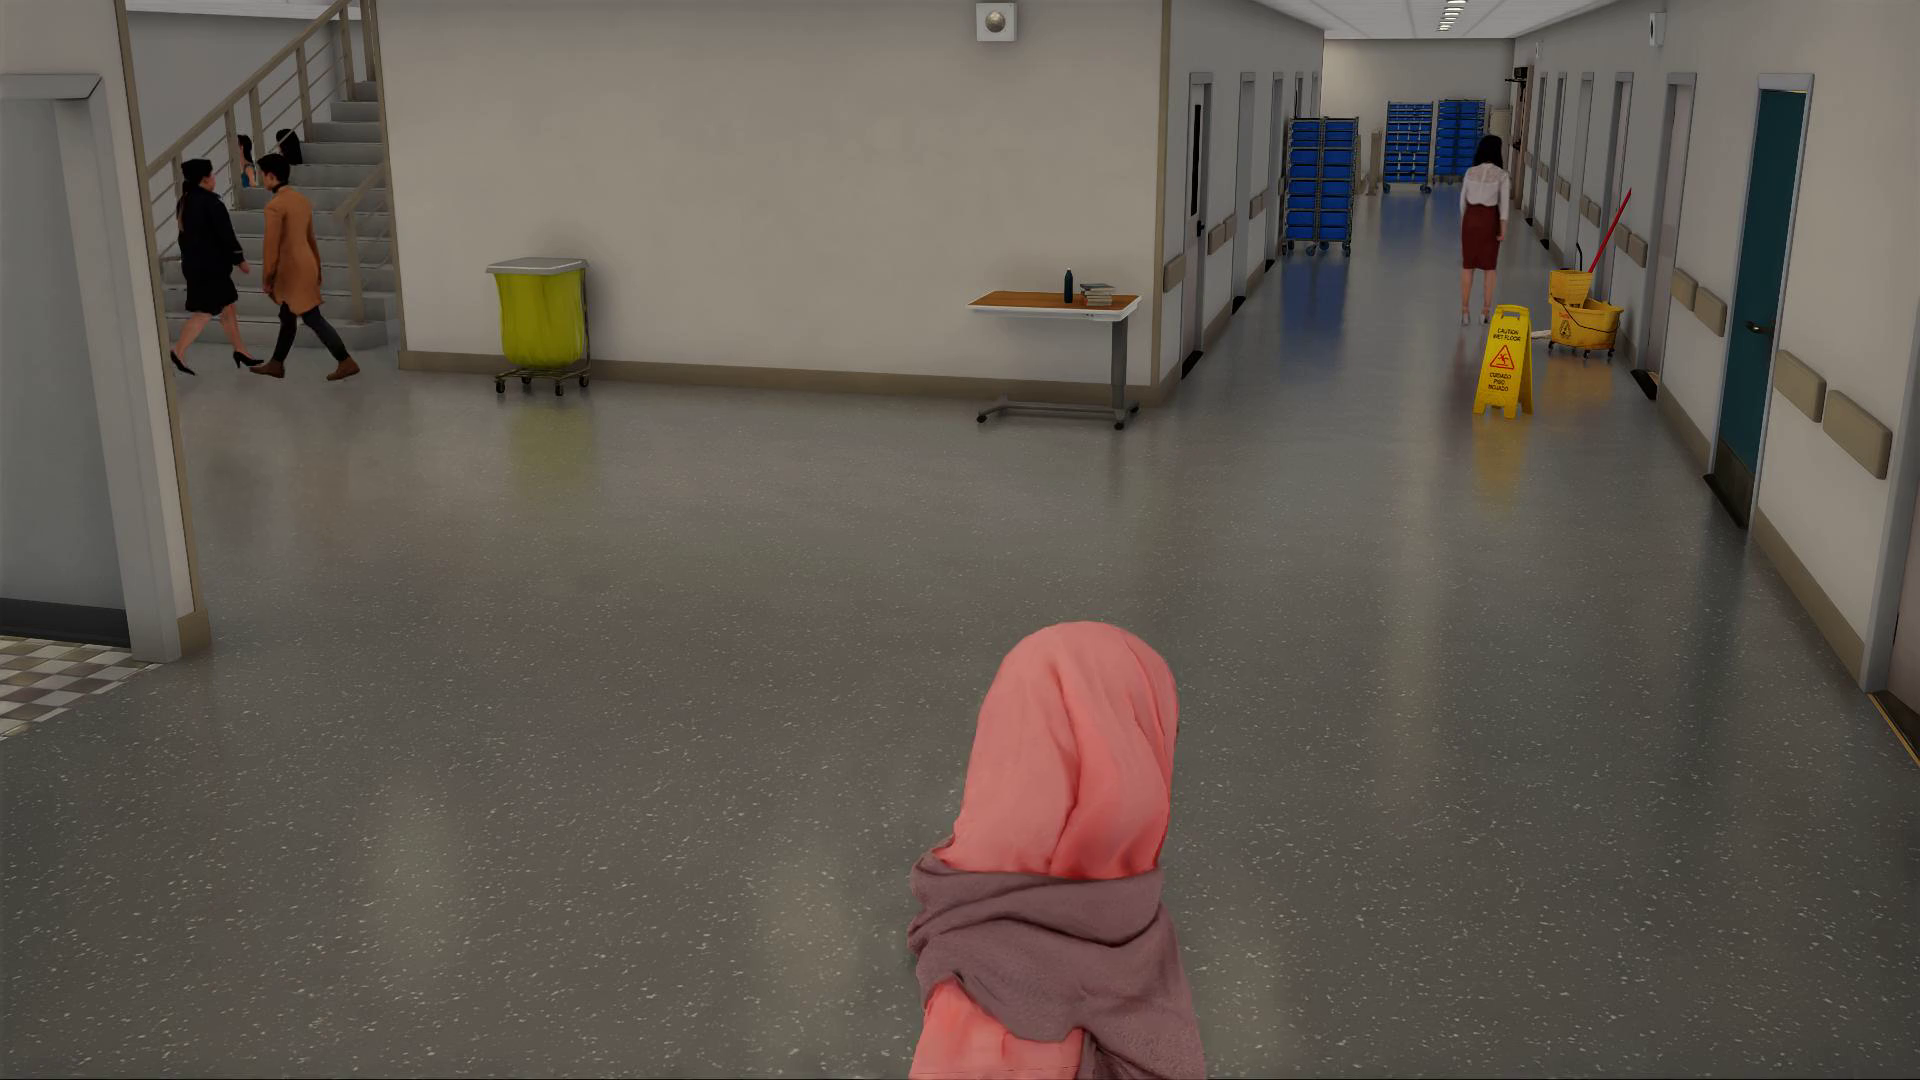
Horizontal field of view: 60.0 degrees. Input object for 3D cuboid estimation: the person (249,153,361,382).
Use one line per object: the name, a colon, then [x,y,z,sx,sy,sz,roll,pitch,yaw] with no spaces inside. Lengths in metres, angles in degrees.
person: [-4.866,-1.982,12.381,0.829,1.683,1.123,2,16,8]

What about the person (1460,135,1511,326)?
person: [4.847,-2.886,15.554,0.668,1.744,0.644,9,18,28]

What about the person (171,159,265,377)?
person: [-5.862,-2.060,12.818,0.973,1.639,1.184,13,20,38]

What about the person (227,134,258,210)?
person: [-7.508,-3.464,17.765,0.816,1.657,1.046,13,21,40]

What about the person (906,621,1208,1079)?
person: [0.017,0.987,1.747,0.865,1.781,0.507,9,18,28]
